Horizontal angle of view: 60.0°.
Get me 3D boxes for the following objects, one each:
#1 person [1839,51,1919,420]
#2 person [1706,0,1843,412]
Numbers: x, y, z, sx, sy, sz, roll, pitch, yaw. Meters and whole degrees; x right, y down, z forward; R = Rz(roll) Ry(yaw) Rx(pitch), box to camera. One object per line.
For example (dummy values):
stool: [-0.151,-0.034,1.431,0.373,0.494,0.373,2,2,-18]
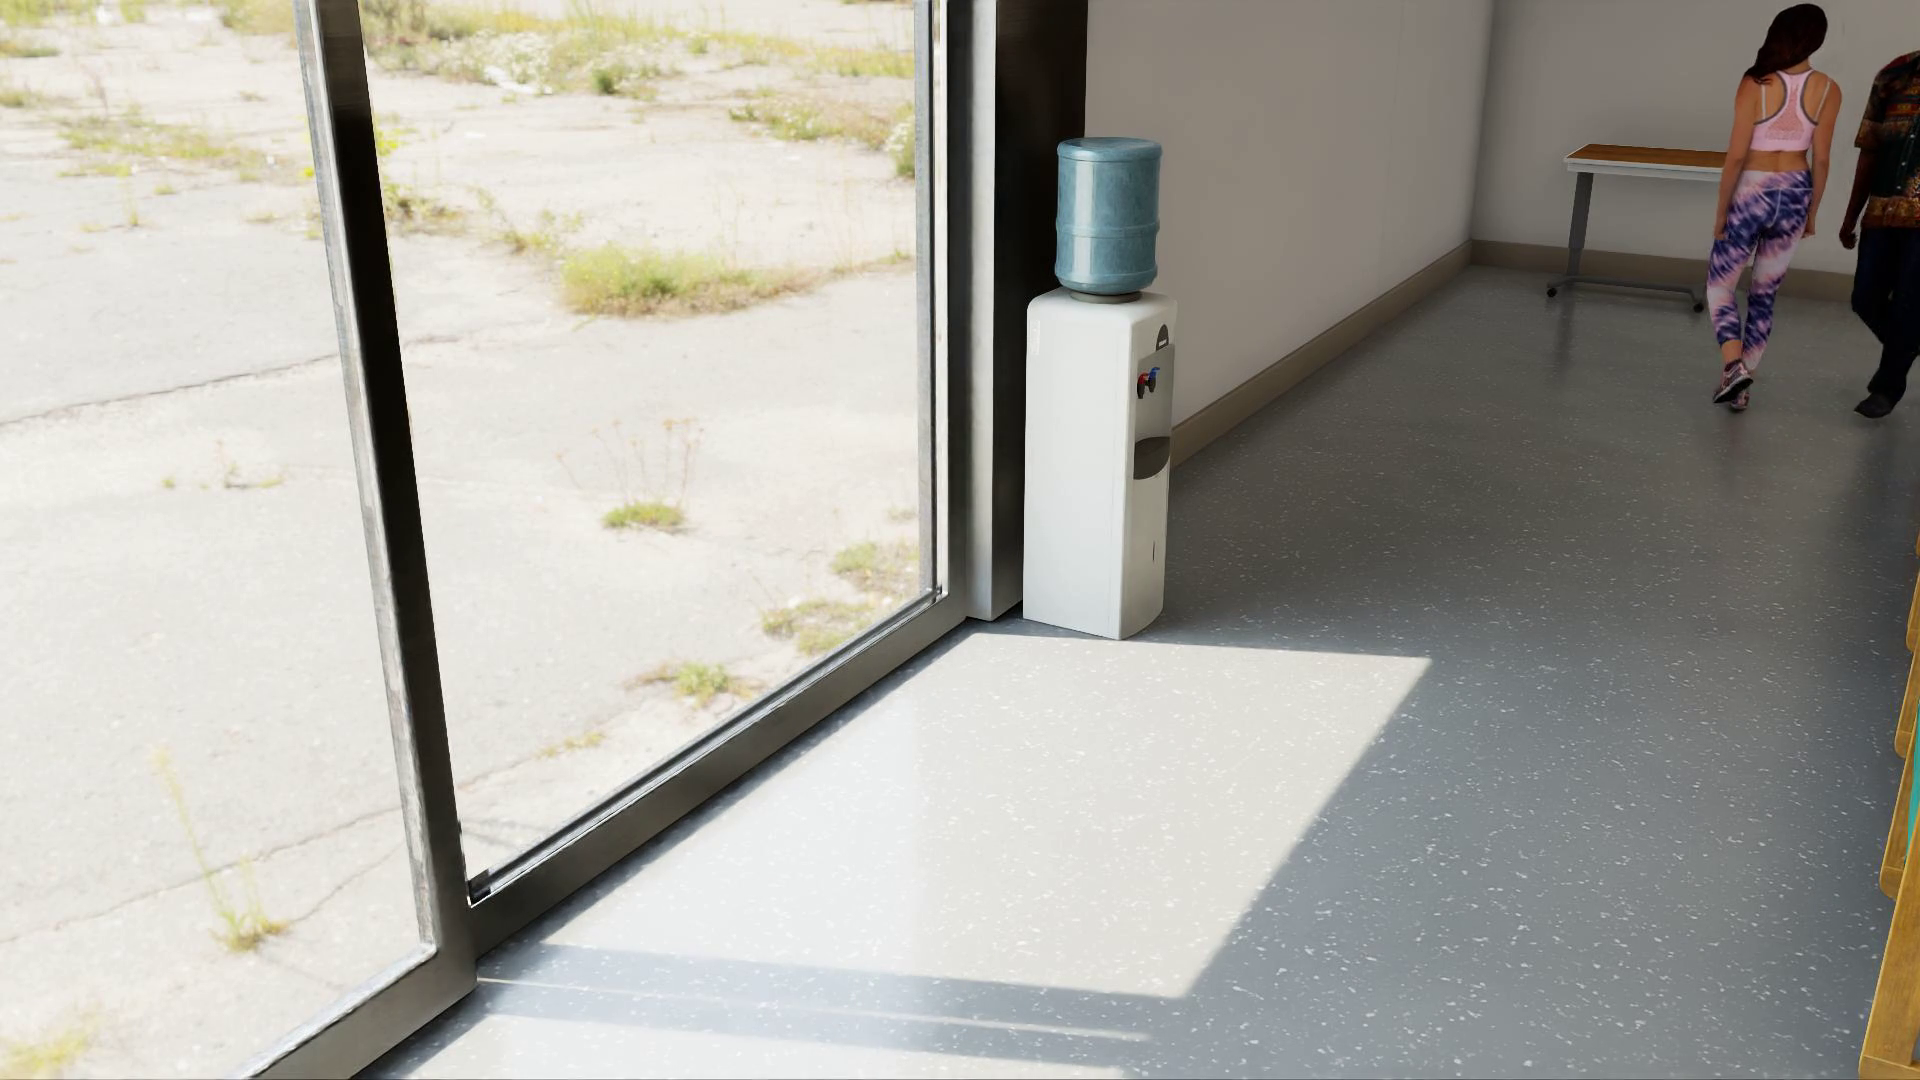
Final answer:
person: [4.129,-1.412,7.146,0.893,1.783,0.854,-17,27,-38]
person: [3.492,-1.380,7.158,0.802,1.754,0.796,3,21,8]
